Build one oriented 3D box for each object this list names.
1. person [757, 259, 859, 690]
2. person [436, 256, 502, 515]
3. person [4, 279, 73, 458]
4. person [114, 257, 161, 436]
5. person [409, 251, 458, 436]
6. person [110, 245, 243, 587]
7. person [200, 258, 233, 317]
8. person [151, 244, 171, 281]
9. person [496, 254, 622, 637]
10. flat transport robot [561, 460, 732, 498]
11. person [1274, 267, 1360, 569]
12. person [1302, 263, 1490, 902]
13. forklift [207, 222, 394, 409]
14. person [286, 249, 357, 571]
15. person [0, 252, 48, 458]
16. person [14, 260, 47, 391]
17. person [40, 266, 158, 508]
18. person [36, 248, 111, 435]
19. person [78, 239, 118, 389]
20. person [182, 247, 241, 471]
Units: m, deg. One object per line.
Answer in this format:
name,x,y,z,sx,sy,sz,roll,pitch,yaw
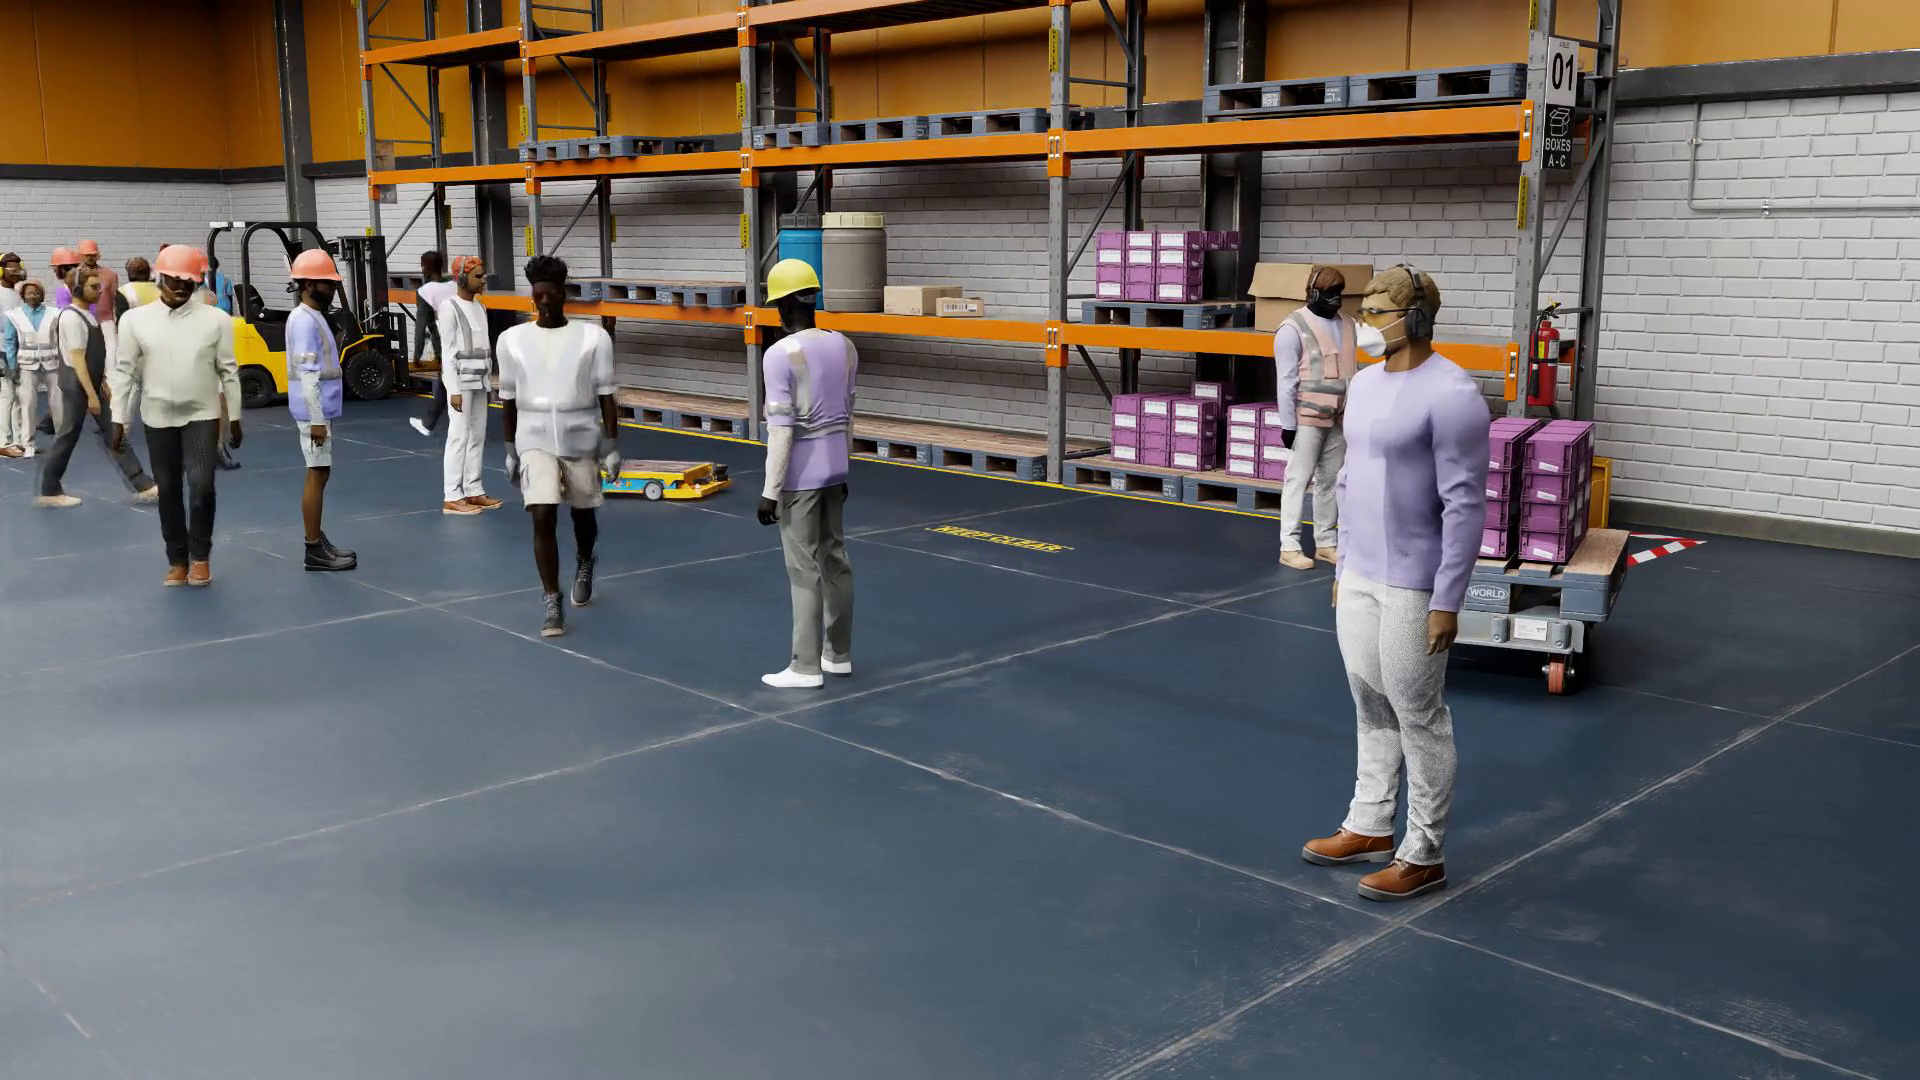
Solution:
person,-0.697,-0.286,7.442,0.382,1.917,0.585,7,12,32
person,-3.590,-1.124,12.136,0.340,1.875,0.575,2,11,13
person,-8.406,-1.562,15.191,0.523,1.620,0.343,-6,12,-28
person,-8.178,-1.913,16.641,0.957,1.794,0.660,7,13,34
person,-5.133,-1.898,16.395,1.020,1.858,0.611,5,11,25
person,-4.478,-0.690,9.515,0.683,1.961,0.569,-3,11,-18
person,-11.908,-3.698,26.660,0.553,1.681,0.379,-10,14,-42
person,-12.544,-3.757,26.487,0.602,1.877,0.338,-9,14,-40
person,-2.083,-0.523,8.696,0.616,1.933,0.916,-2,11,-9
flat transport robot,-2.580,-0.491,13.053,1.431,0.197,0.652,2,11,13
person,2.198,-0.738,10.151,0.626,1.836,0.430,-7,12,-33
person,1.340,0.131,5.108,0.355,1.938,0.636,-4,11,-18
forklift,-8.169,-2.758,20.163,2.313,2.155,1.214,-10,14,-44
person,-3.870,-0.782,10.093,0.370,1.935,0.552,-3,11,-18
person,-8.659,-1.687,15.224,0.311,1.864,0.533,0,10,3
person,-12.021,-2.733,21.331,0.489,1.723,0.658,0,10,-1
person,-6.425,-1.118,12.329,0.984,1.789,0.528,-2,11,-11
person,-8.991,-1.993,16.829,0.954,1.888,0.556,2,11,13
person,-10.577,-2.682,20.363,0.651,1.964,0.776,-7,13,-34
person,-6.483,-1.513,14.154,0.627,1.916,0.570,6,12,30
